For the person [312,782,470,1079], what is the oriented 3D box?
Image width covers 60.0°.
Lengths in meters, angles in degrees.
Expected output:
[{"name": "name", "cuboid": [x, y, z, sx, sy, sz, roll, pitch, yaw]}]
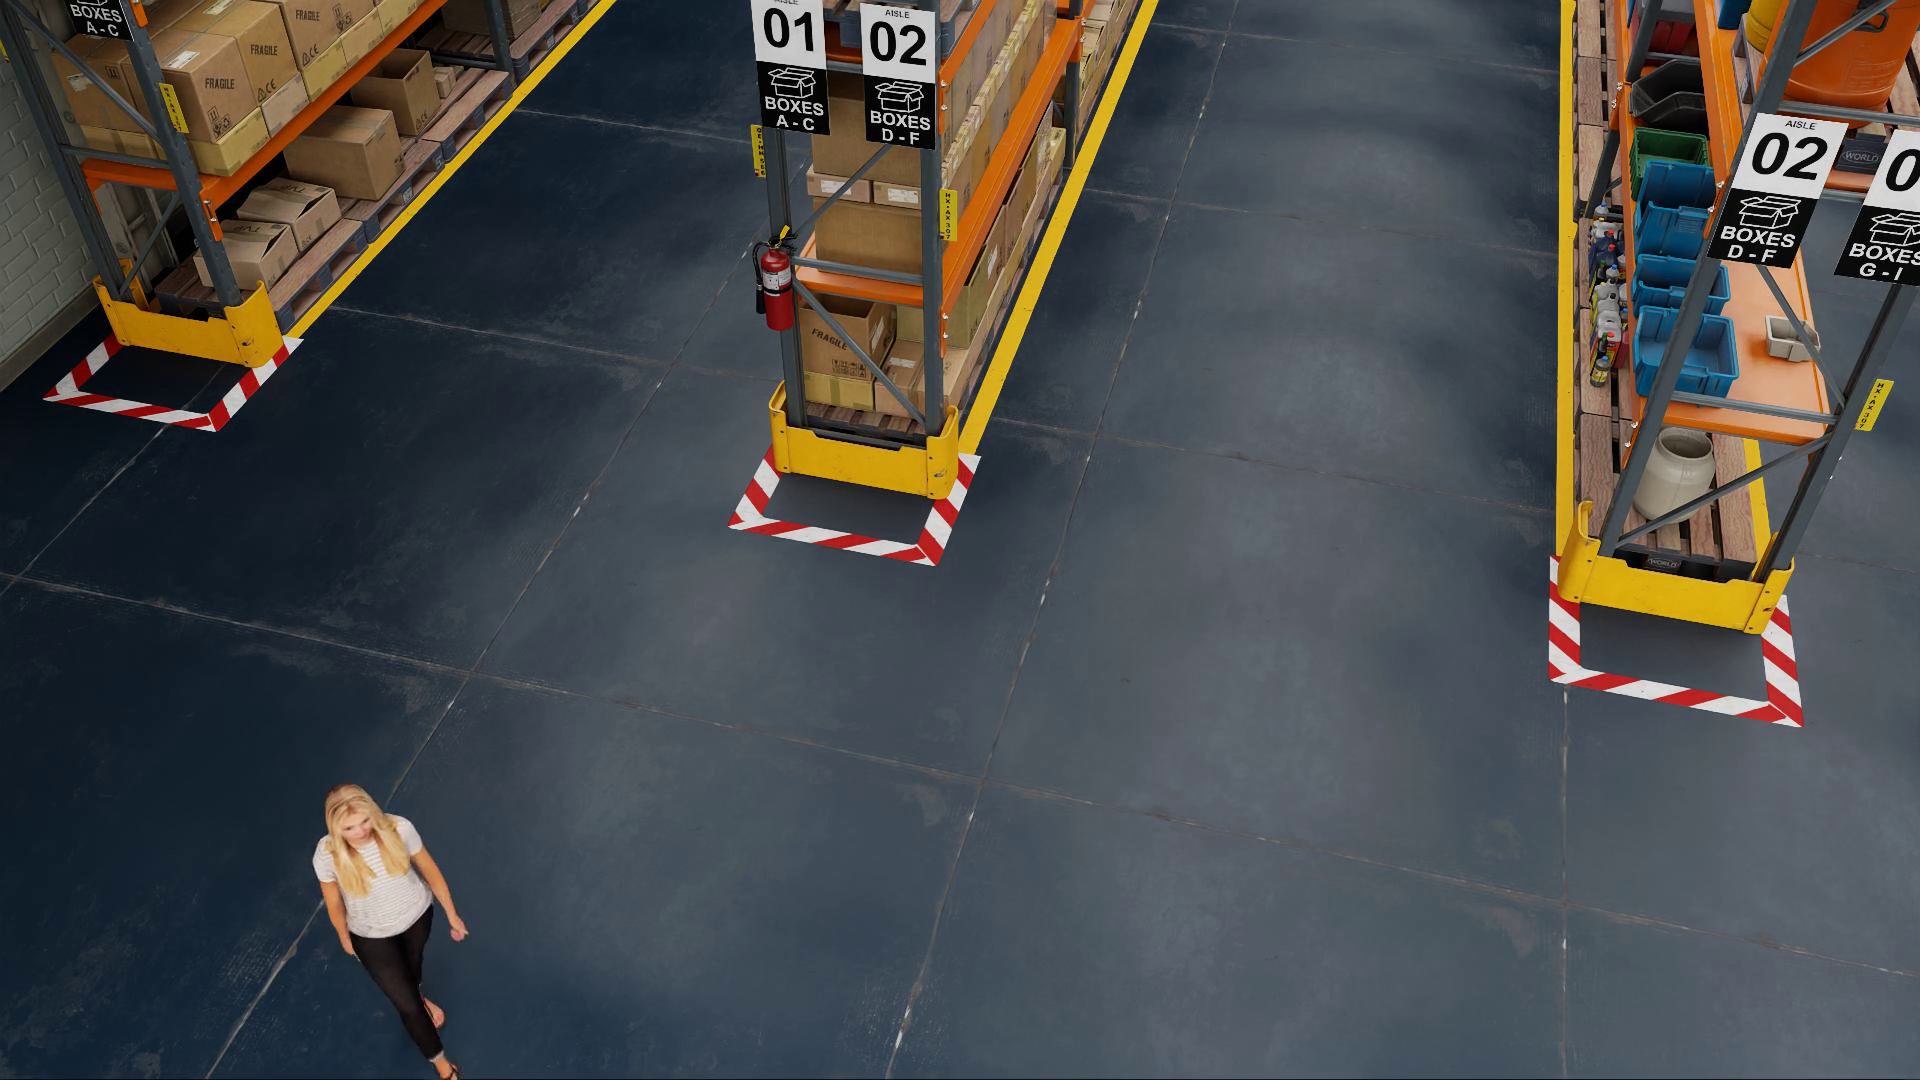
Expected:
[{"name": "person", "cuboid": [-2.500, 1.597, 7.213, 1.005, 1.801, 0.999, -31, 51, -29]}]
